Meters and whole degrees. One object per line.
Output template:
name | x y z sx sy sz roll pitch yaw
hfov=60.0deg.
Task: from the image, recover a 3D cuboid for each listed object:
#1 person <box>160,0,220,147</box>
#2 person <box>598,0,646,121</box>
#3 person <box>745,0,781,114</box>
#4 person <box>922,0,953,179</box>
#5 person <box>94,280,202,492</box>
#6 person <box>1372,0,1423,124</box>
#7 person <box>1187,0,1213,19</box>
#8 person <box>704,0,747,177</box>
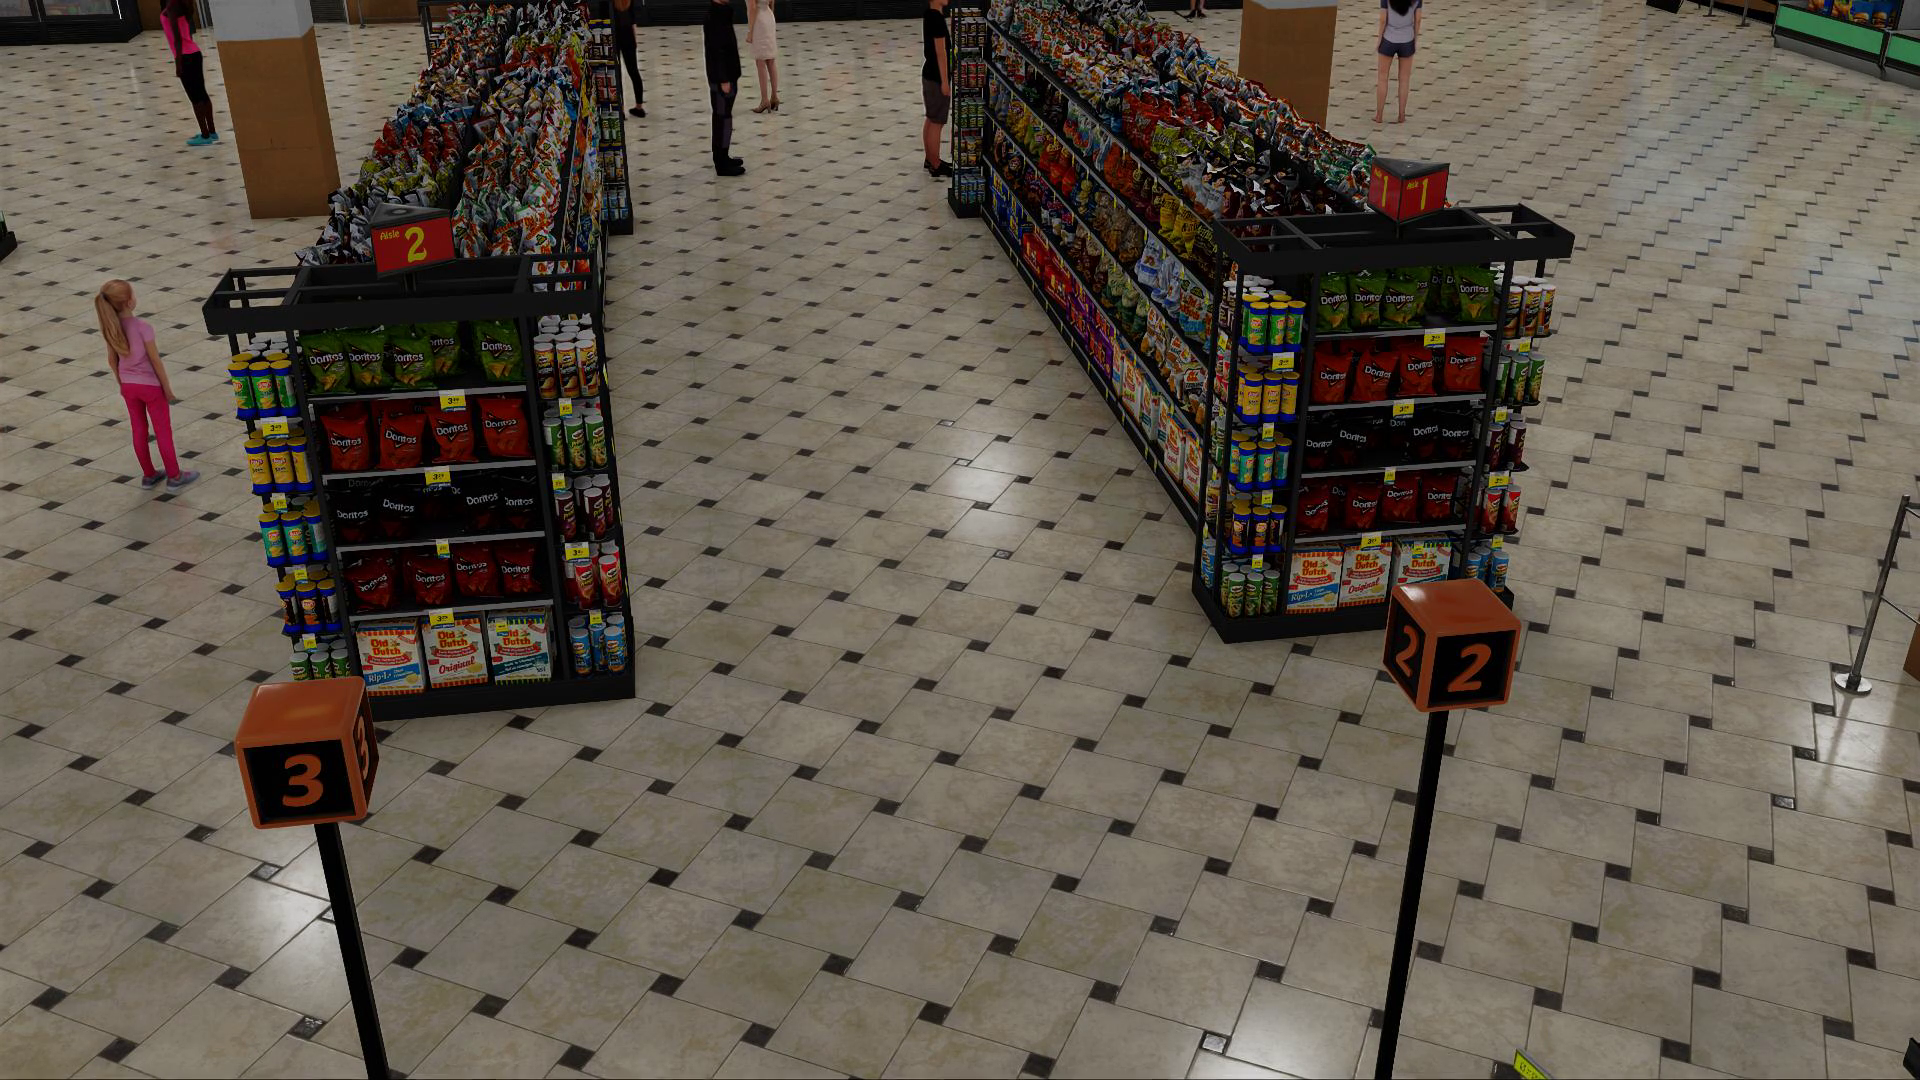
person | -7.920 -4.936 17.073 0.659 1.722 0.538 0 27 1
person | -3.705 -5.471 18.145 0.681 1.707 0.686 -20 33 -34
person | -2.181 -5.628 18.423 0.743 1.736 0.678 17 31 29
person | -0.225 -4.452 15.966 0.747 1.861 0.503 -6 27 -11
person | -4.728 -0.897 9.608 0.554 1.271 0.594 5 27 10
person | 4.723 -5.388 17.984 0.649 1.706 0.610 2 27 5
person | 3.413 -8.339 23.868 0.837 1.647 0.844 4 27 8
person | -2.300 -4.468 16.023 0.780 1.838 0.487 -4 27 -8
